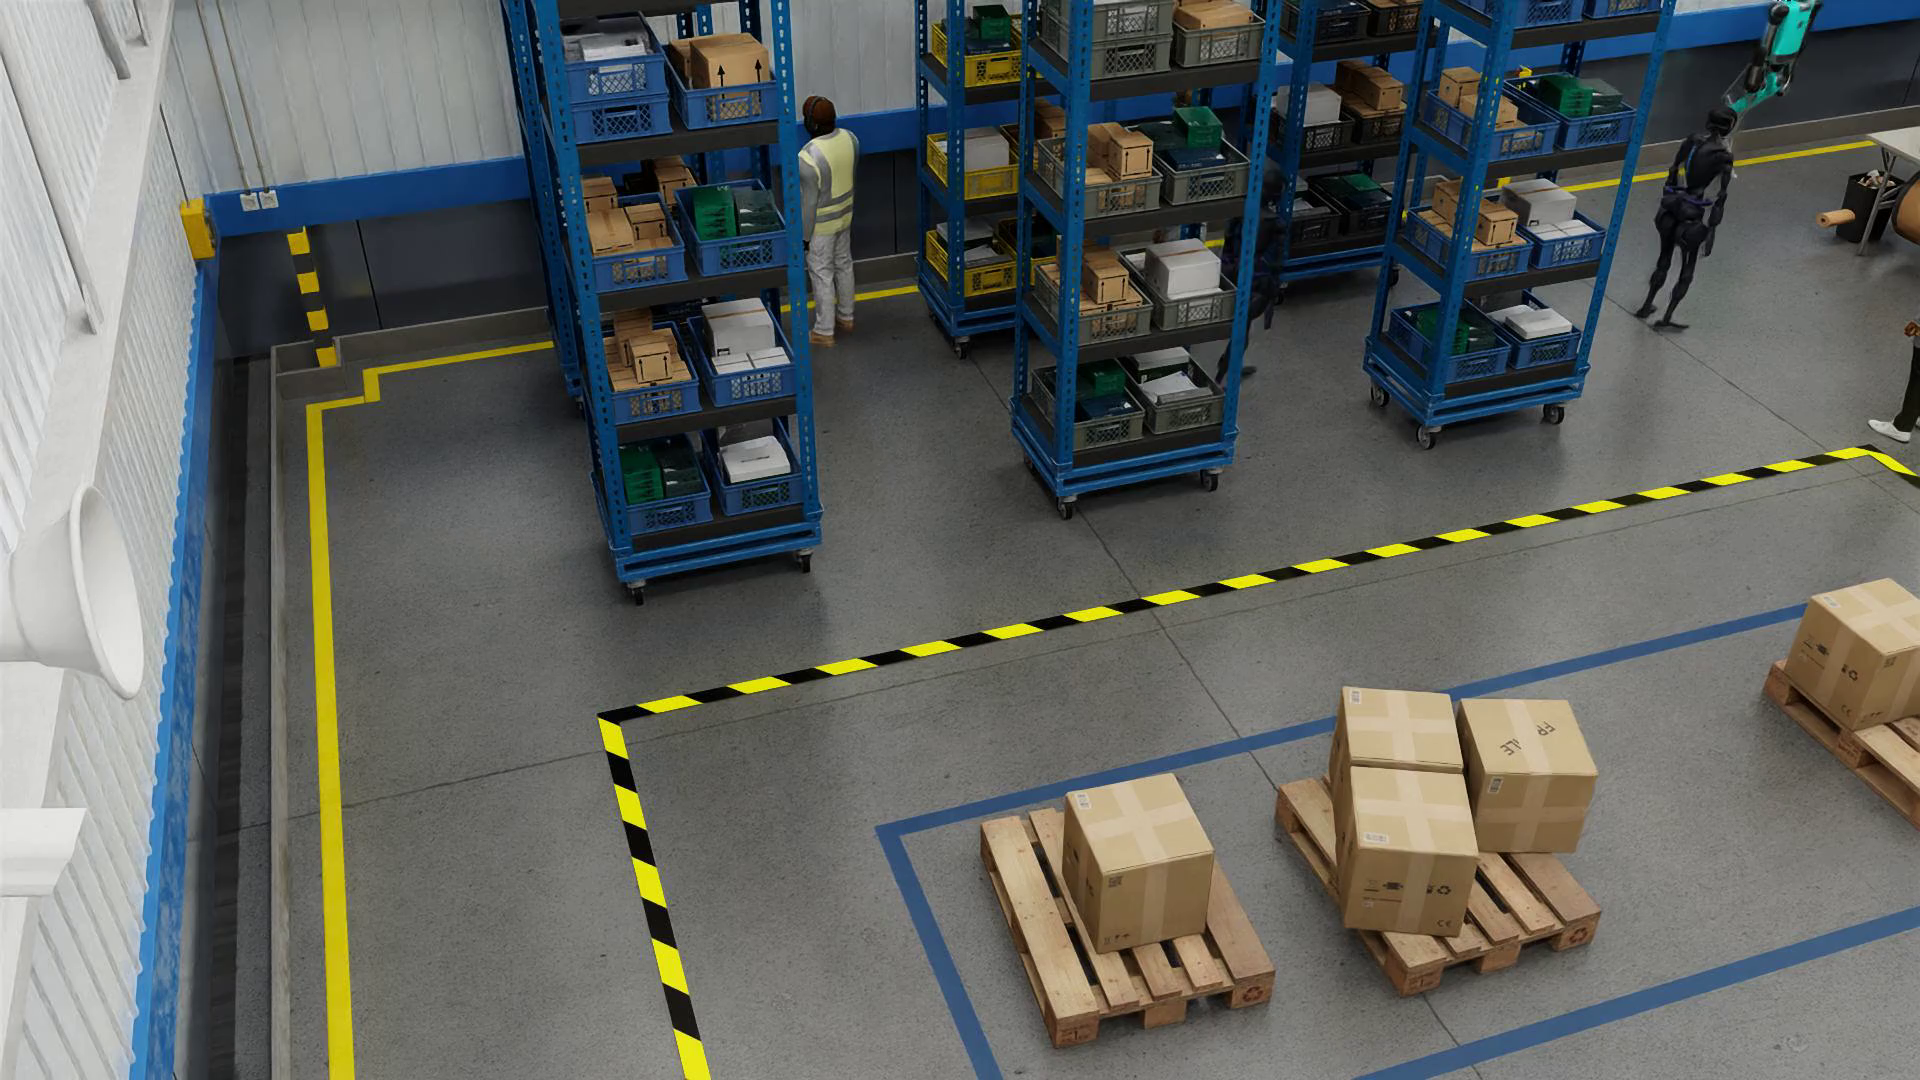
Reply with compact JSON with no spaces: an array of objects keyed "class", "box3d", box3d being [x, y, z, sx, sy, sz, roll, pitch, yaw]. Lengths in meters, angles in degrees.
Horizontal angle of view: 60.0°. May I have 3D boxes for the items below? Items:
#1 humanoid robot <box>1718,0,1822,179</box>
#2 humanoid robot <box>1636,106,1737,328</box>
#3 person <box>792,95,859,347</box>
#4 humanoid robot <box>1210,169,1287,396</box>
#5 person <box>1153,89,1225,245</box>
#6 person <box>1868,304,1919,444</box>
[{"class":"humanoid robot","box3d":[6.936,-4.086,14.646,0.530,1.860,0.783,-16,38,-22]},{"class":"humanoid robot","box3d":[5.328,-2.385,12.227,0.411,1.638,0.613,-12,37,-17]},{"class":"person","box3d":[-0.978,-2.283,11.928,0.429,1.841,0.635,19,40,25]},{"class":"humanoid robot","box3d":[1.936,-1.743,11.316,0.583,1.632,0.591,-19,39,-24]},{"class":"person","box3d":[1.608,-2.323,11.900,0.354,1.937,0.632,27,43,33]},{"class":"person","box3d":[6.420,-1.490,10.794,0.592,1.852,0.368,-12,37,-16]}]
